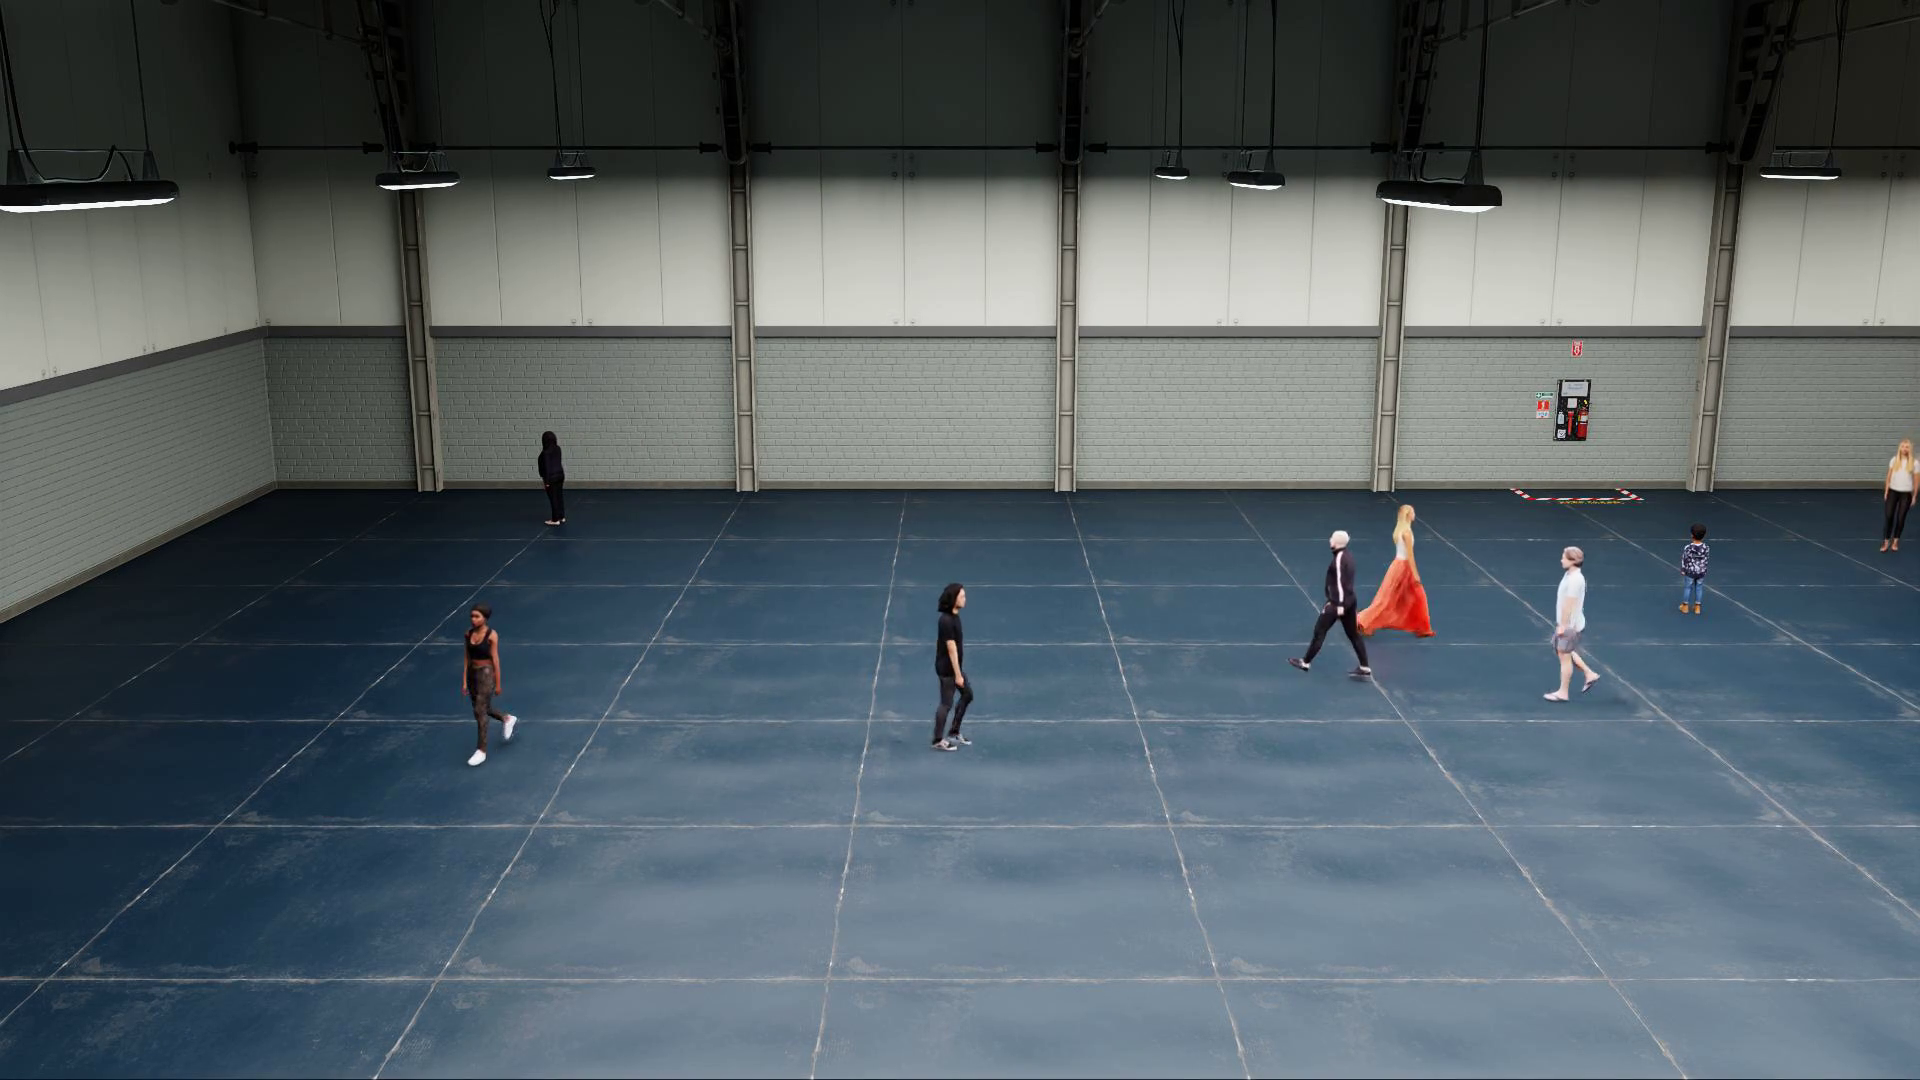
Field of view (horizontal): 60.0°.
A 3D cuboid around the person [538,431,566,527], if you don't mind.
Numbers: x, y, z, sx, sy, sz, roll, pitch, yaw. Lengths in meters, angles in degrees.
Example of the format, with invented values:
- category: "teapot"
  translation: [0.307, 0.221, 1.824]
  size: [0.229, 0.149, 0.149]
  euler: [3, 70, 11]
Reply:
- category: "person"
  translation: [-6.926, -1.060, 28.349]
  size: [0.722, 1.616, 0.720]
  euler: [4, 14, 17]

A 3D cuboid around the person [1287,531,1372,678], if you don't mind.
- category: "person"
  translation: [4.643, 0.820, 19.870]
  size: [1.326, 1.778, 1.098]
  euler: [7, 15, 28]

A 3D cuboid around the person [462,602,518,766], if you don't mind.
- category: "person"
  translation: [-4.931, 1.454, 17.371]
  size: [1.077, 1.671, 0.941]
  euler: [6, 14, 24]

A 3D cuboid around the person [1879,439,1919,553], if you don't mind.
- category: "person"
  translation: [14.925, -0.699, 26.380]
  size: [1.005, 1.801, 1.000]
  euler: [9, 16, 33]

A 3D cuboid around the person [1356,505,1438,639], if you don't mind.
- category: "person"
  translation: [5.596, 0.455, 21.501]
  size: [1.325, 1.754, 0.784]
  euler: [2, 13, 10]

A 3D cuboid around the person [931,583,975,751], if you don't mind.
- category: "person"
  translation: [-0.191, 1.334, 17.563]
  size: [0.734, 1.819, 0.726]
  euler: [3, 13, 14]

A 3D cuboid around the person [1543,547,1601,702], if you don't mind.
- category: "person"
  translation: [7.094, 0.980, 19.094]
  size: [0.915, 1.818, 0.760]
  euler: [3, 13, 15]

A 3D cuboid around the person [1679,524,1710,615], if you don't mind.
- category: "person"
  translation: [10.122, 0.389, 22.901]
  size: [0.470, 1.252, 0.582]
  euler: [2, 13, 9]
